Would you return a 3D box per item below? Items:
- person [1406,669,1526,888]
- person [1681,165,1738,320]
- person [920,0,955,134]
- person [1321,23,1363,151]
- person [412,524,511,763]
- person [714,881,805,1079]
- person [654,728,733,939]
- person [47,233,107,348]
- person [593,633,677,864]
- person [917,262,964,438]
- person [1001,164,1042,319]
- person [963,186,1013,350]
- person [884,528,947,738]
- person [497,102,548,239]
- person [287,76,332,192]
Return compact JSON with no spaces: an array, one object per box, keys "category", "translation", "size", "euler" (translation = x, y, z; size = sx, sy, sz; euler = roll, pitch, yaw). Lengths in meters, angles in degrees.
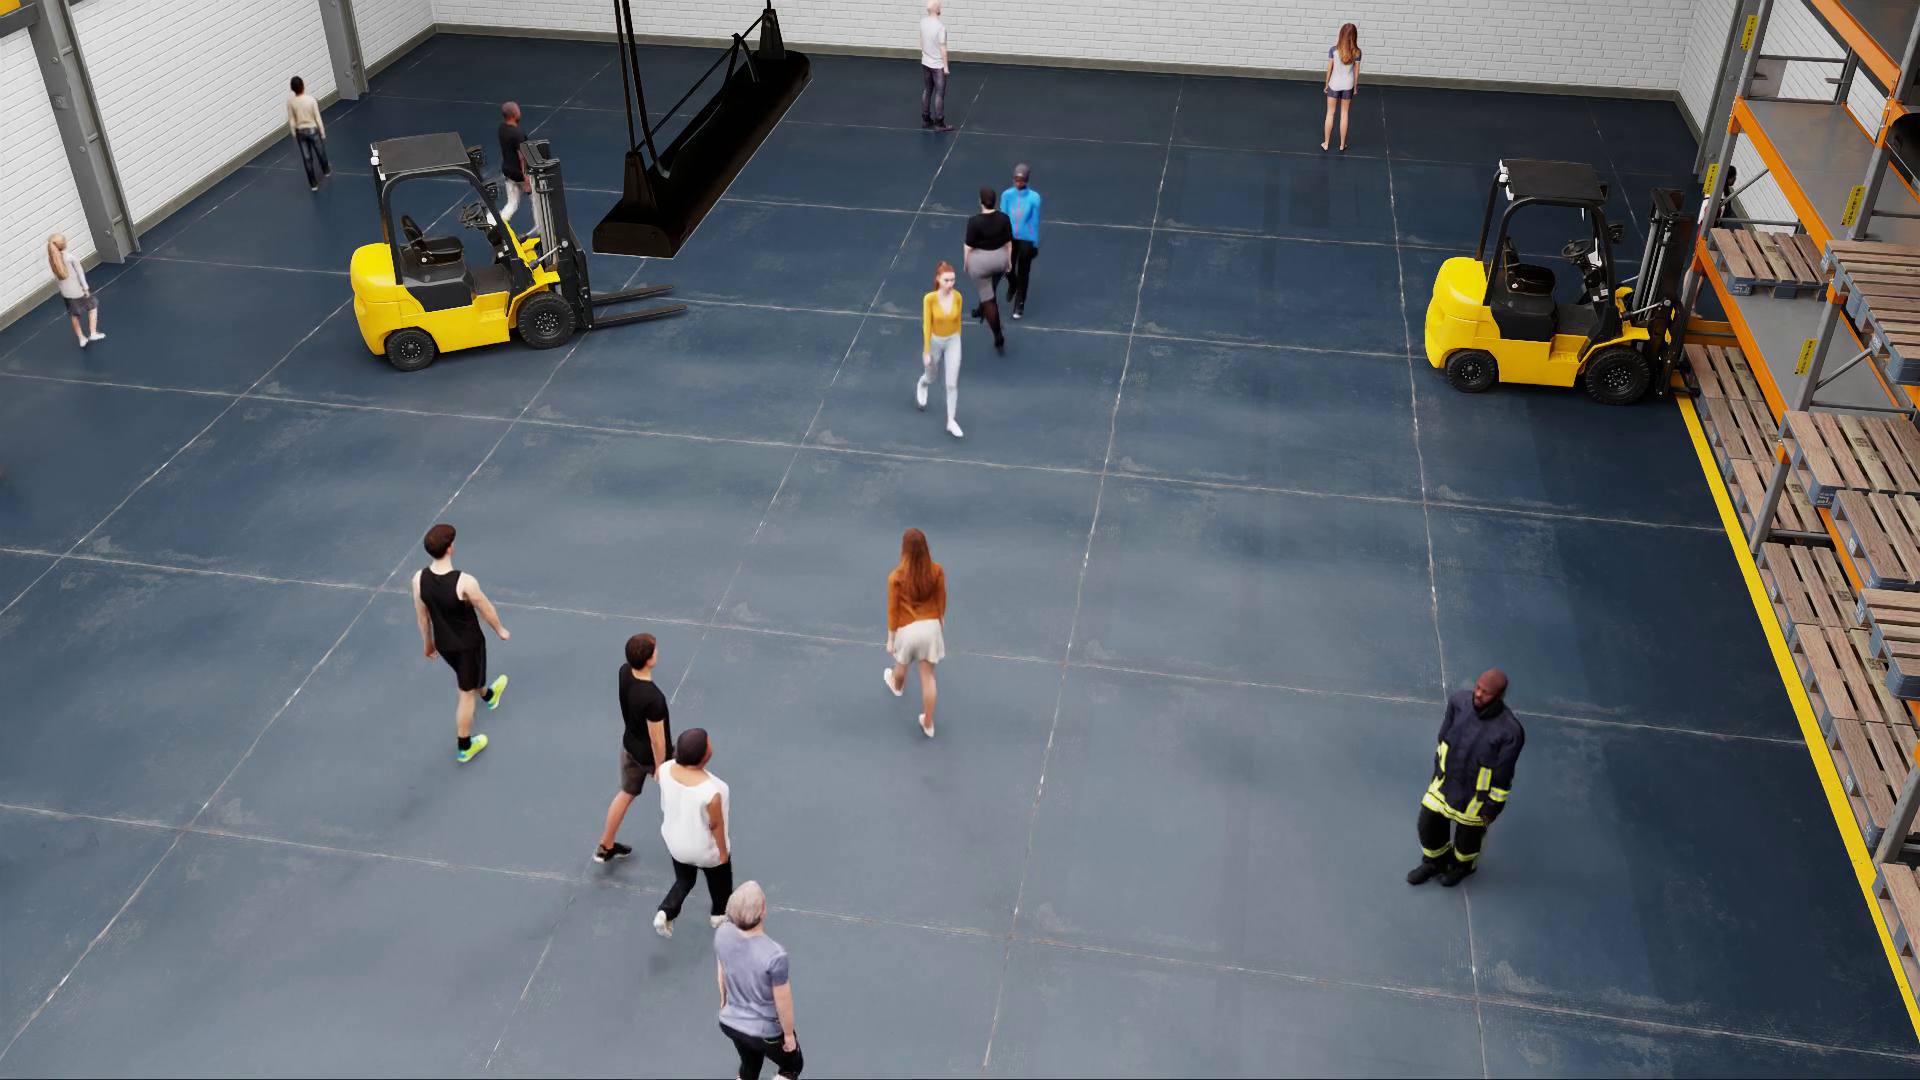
[{"category":"person","translation":[3.434,1.539,11.025],"size":[0.982,1.814,0.932],"euler":[-25,41,-33]},{"category":"person","translation":[8.257,-3.302,18.365],"size":[0.671,1.750,0.472],"euler":[3,34,4]},{"category":"person","translation":[-0.366,-6.680,23.372],"size":[0.795,1.832,0.753],"euler":[-25,41,-33]},{"category":"person","translation":[5.209,-6.193,22.731],"size":[0.604,1.732,0.543],"euler":[4,34,6]},{"category":"person","translation":[-3.684,0.801,12.105],"size":[0.774,1.846,1.128],"euler":[10,35,14]},{"category":"person","translation":[-1.157,2.723,9.199],"size":[0.827,1.864,0.889],"euler":[21,39,28]},{"category":"person","translation":[-1.710,1.907,10.599],"size":[0.875,1.672,1.007],"euler":[20,38,27]},{"category":"person","translation":[-9.539,-2.662,17.842],"size":[0.538,1.264,0.571],"euler":[3,34,4]},{"category":"person","translation":[-2.187,1.427,11.182],"size":[1.306,1.826,1.142],"euler":[-28,43,-35]},{"category":"person","translation":[-0.216,-1.908,16.290],"size":[0.963,1.726,1.178],"euler":[-12,36,-18]},{"category":"person","translation":[0.698,-3.360,18.427],"size":[0.636,1.779,0.755],"euler":[8,35,13]},{"category":"person","translation":[0.336,-2.857,17.738],"size":[1.074,1.703,1.224],"euler":[-15,36,-21]},{"category":"person","translation":[-0.296,0.731,12.352],"size":[0.936,1.691,1.116],"euler":[-10,35,-15]},{"category":"person","translation":[-5.352,-4.324,19.881],"size":[1.078,1.774,1.272],"euler":[27,42,34]},{"category":"person","translation":[-8.472,-5.250,21.577],"size":[0.814,1.438,0.994],"euler":[-8,35,-12]}]
